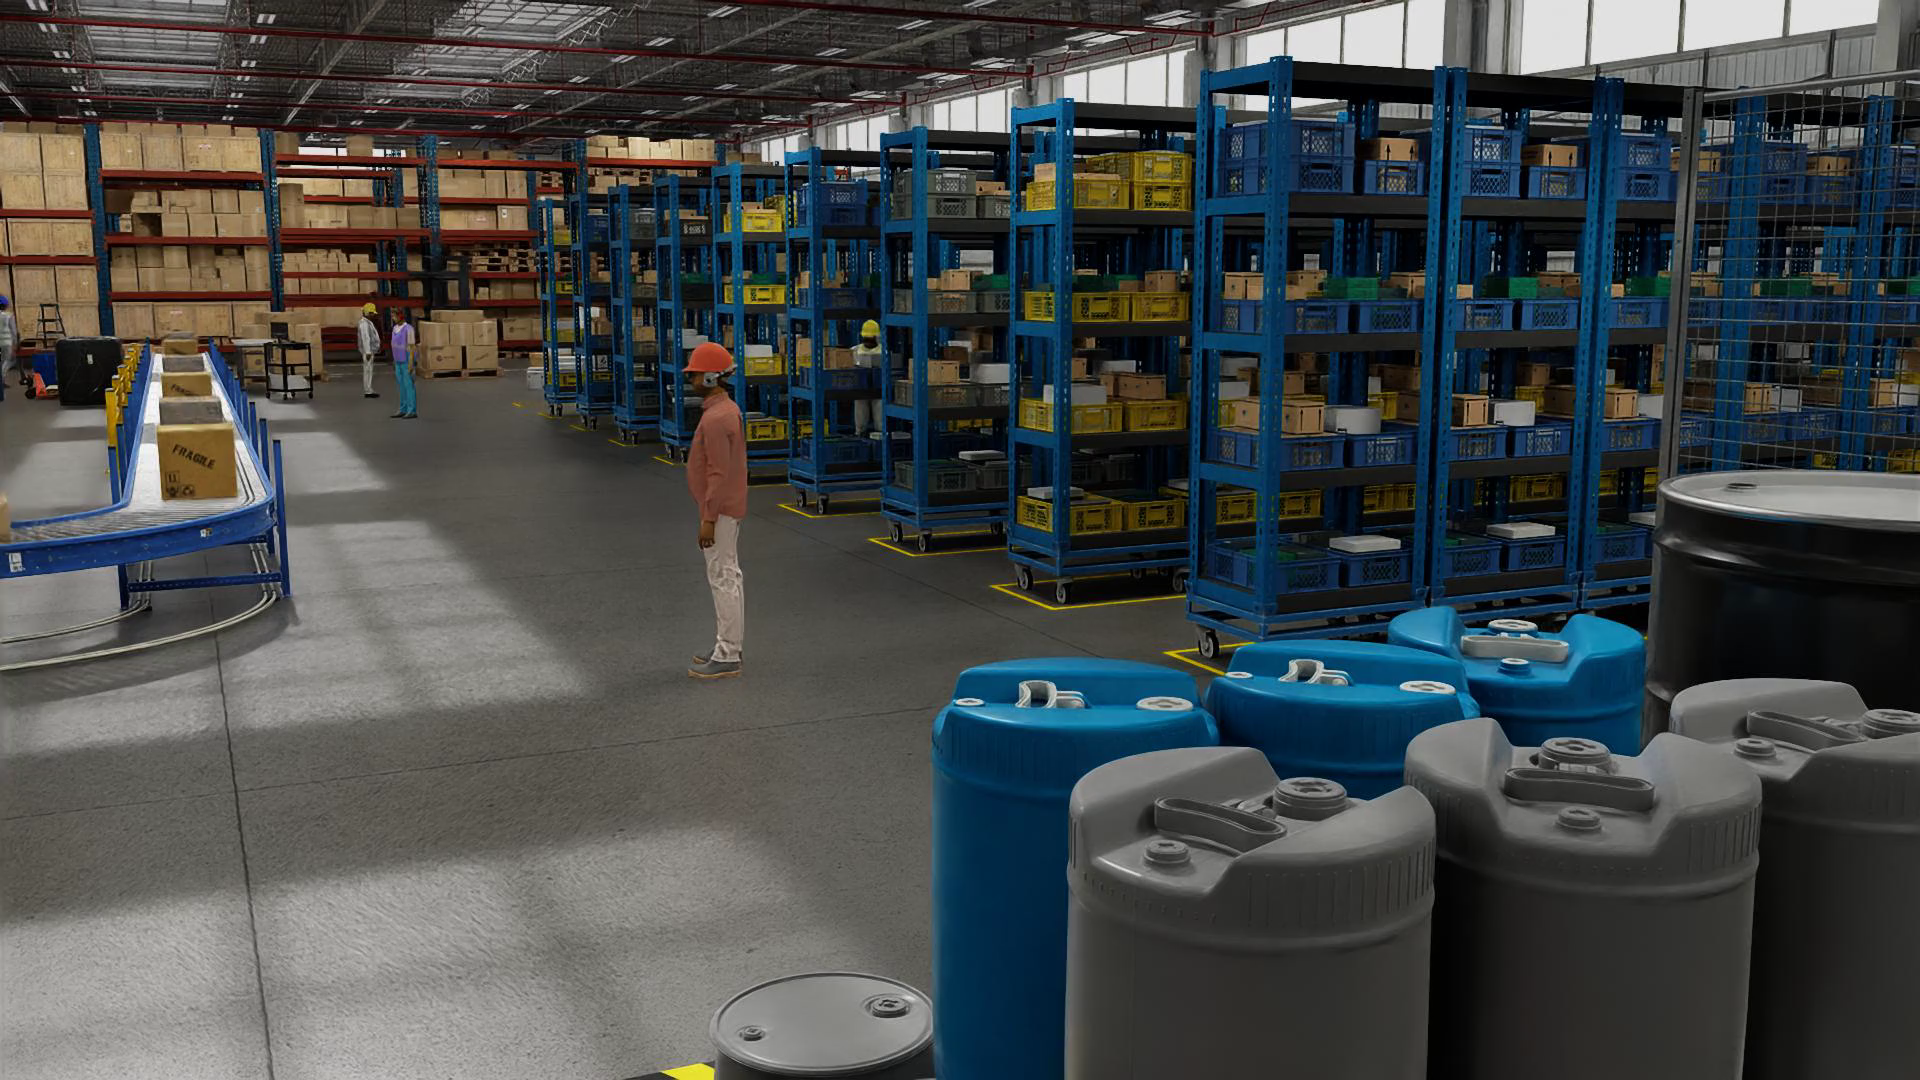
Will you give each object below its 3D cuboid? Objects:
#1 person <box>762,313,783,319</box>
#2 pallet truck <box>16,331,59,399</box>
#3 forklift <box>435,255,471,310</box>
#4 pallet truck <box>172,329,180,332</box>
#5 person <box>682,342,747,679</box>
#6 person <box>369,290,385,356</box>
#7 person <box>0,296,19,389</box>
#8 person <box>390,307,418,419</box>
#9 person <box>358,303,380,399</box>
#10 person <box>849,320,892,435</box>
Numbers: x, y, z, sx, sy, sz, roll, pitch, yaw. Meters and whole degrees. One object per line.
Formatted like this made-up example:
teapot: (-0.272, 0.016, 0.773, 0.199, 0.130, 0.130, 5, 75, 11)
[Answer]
person: (-4.060, -4.221, 35.451, 0.639, 1.860, 0.999, 3, 10, 20)
pallet truck: (-17.082, -3.353, 31.781, 1.630, 1.274, 0.653, -4, 10, -25)
forklift: (-12.968, -5.906, 42.727, 1.129, 2.768, 1.873, 5, 10, 27)
pallet truck: (-17.275, -3.851, 35.096, 1.601, 1.201, 0.680, 0, 9, 1)
person: (-1.451, -0.177, 9.923, 0.376, 1.995, 0.612, 0, 9, -1)
person: (-16.772, -6.221, 47.702, 0.403, 1.904, 0.651, 4, 10, 22)
person: (-19.713, -4.048, 34.170, 0.663, 1.921, 0.610, 1, 9, 7)
person: (-9.147, -2.914, 27.391, 0.563, 1.837, 0.389, 9, 13, 43)
person: (-11.266, -3.605, 31.732, 0.404, 1.818, 0.601, -3, 10, -16)
person: (-1.094, -1.780, 20.403, 0.588, 1.823, 0.403, 1, 9, 3)
